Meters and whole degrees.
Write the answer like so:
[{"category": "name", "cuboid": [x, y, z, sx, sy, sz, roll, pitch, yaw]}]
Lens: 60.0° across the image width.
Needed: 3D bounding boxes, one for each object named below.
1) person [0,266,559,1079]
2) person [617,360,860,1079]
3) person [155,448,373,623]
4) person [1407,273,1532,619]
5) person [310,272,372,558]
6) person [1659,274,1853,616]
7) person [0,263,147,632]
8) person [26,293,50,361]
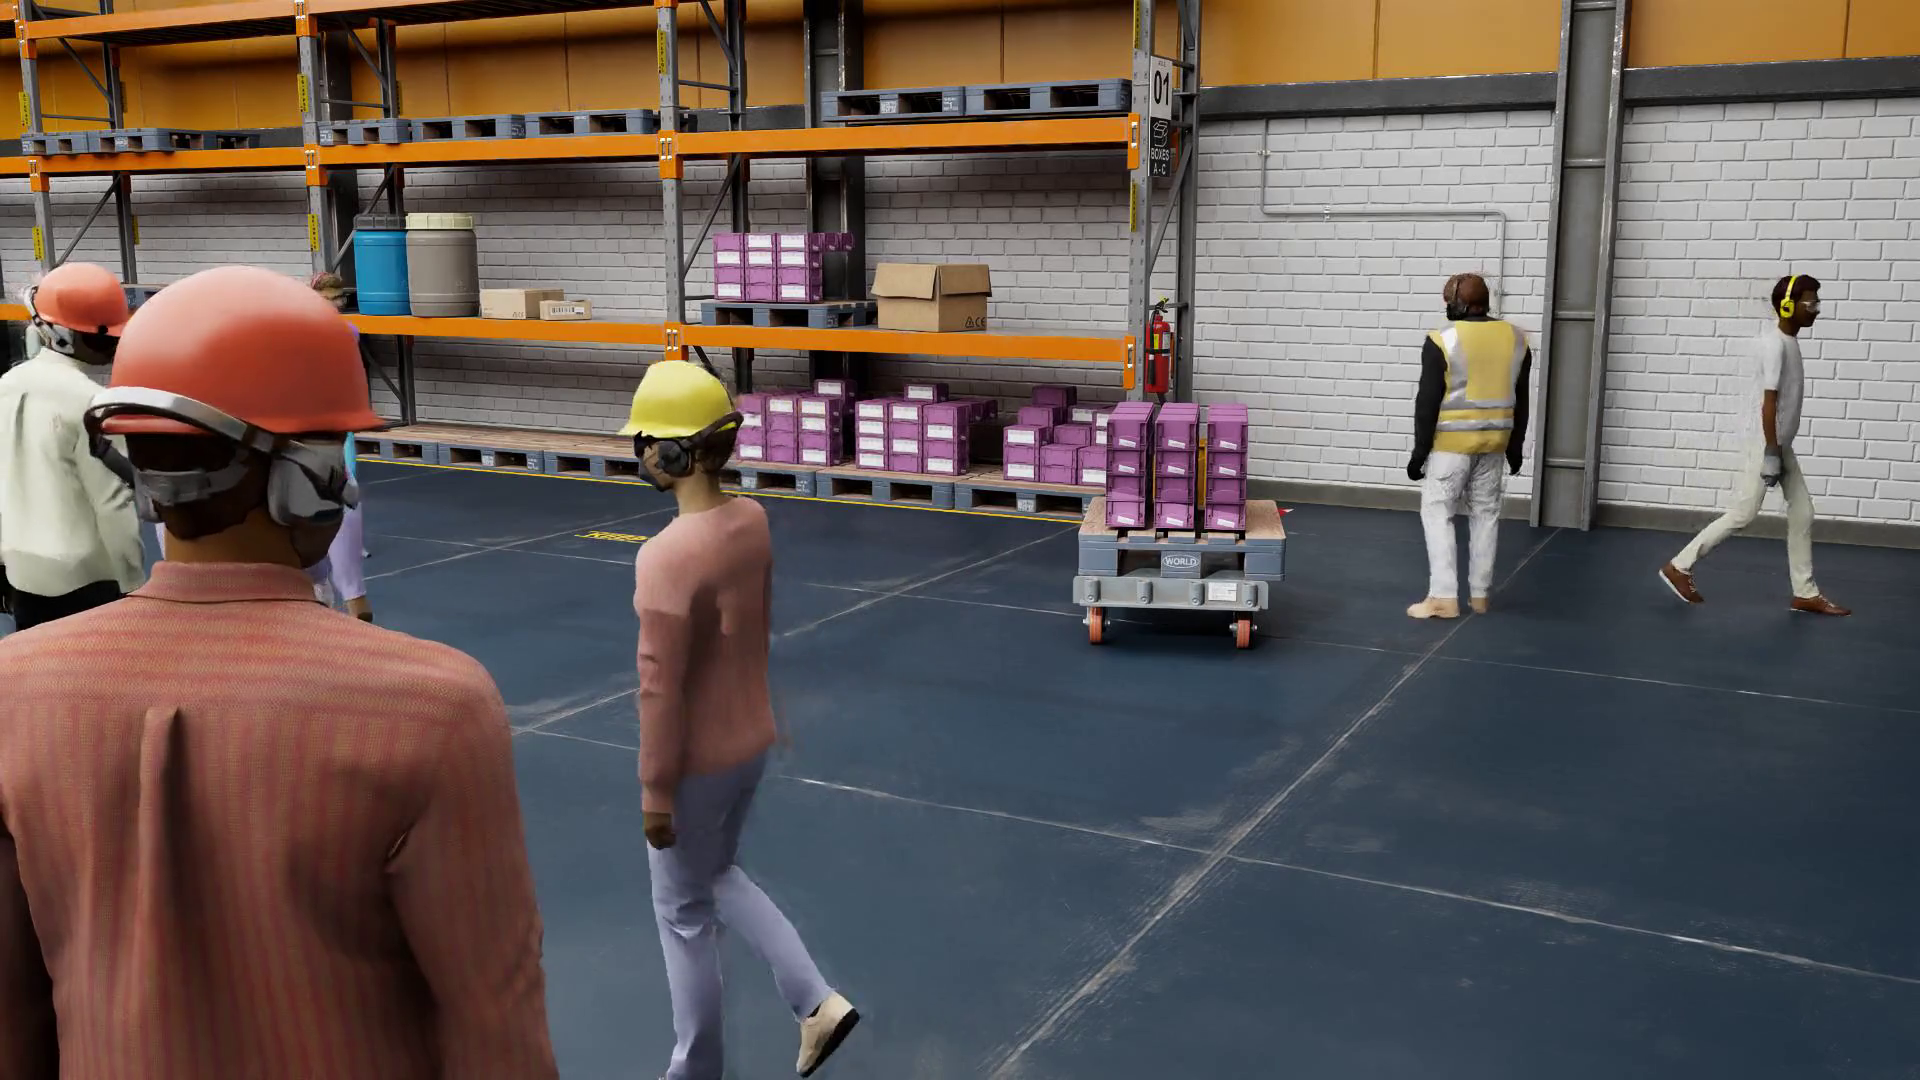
[{"category": "person", "cuboid": [-0.736, 0.707, 1.829, 0.623, 1.989, 0.400, 1, 10, 5]}, {"category": "person", "cuboid": [-0.543, 0.476, 3.729, 0.461, 1.754, 0.539, 4, 11, 19]}, {"category": "person", "cuboid": [-2.142, 0.130, 5.183, 0.643, 1.932, 0.466, 2, 11, 12]}, {"category": "person", "cuboid": [2.709, -0.489, 8.859, 0.750, 1.828, 0.448, -3, 11, -15]}, {"category": "person", "cuboid": [-4.062, -0.780, 10.479, 0.651, 1.811, 0.580, 6, 12, 30]}, {"category": "person", "cuboid": [4.339, -0.518, 9.000, 0.933, 1.836, 0.536, 7, 13, 34]}, {"category": "person", "cuboid": [-2.922, 0.104, 5.286, 0.771, 1.946, 0.530, 6, 12, 31]}, {"category": "person", "cuboid": [-7.529, -1.271, 13.731, 0.786, 1.608, 0.514, -1, 10, -6]}]
